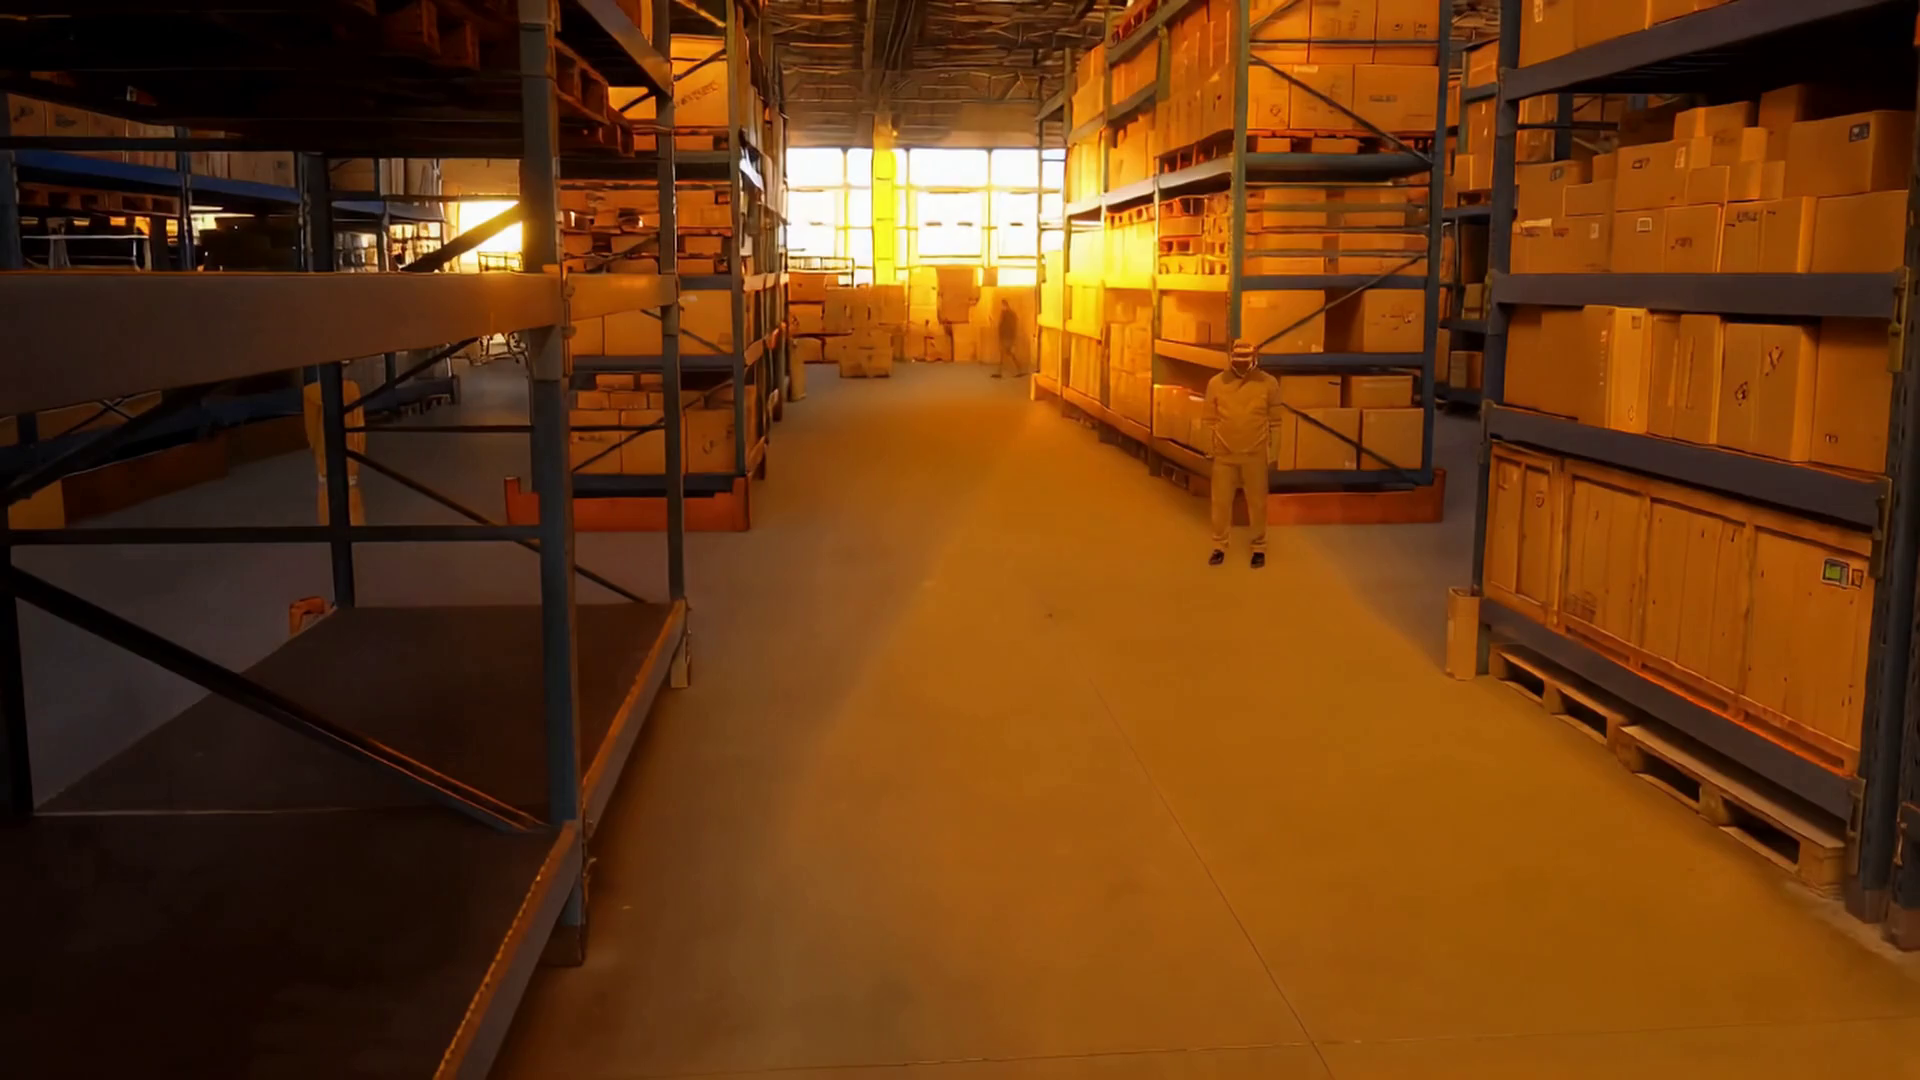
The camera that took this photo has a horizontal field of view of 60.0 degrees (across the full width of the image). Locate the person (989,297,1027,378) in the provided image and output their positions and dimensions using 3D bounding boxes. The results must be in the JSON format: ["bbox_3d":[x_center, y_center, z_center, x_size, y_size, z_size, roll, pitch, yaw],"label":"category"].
[{"bbox_3d":[1.152,-4.741,38.979,0.966,1.905,0.643,-4,10,-23],"label":"person"}]

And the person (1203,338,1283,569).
[{"bbox_3d":[2.312,-0.709,13.676,0.645,1.898,0.398,3,10,20],"label":"person"}]

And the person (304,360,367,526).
[{"bbox_3d":[-5.668,-0.879,15.140,0.533,1.767,0.315,-1,9,-8],"label":"person"}]

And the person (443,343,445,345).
[{"bbox_3d":[-11.779,-4.425,37.842,0.366,1.624,0.511,-6,11,-32],"label":"person"}]
